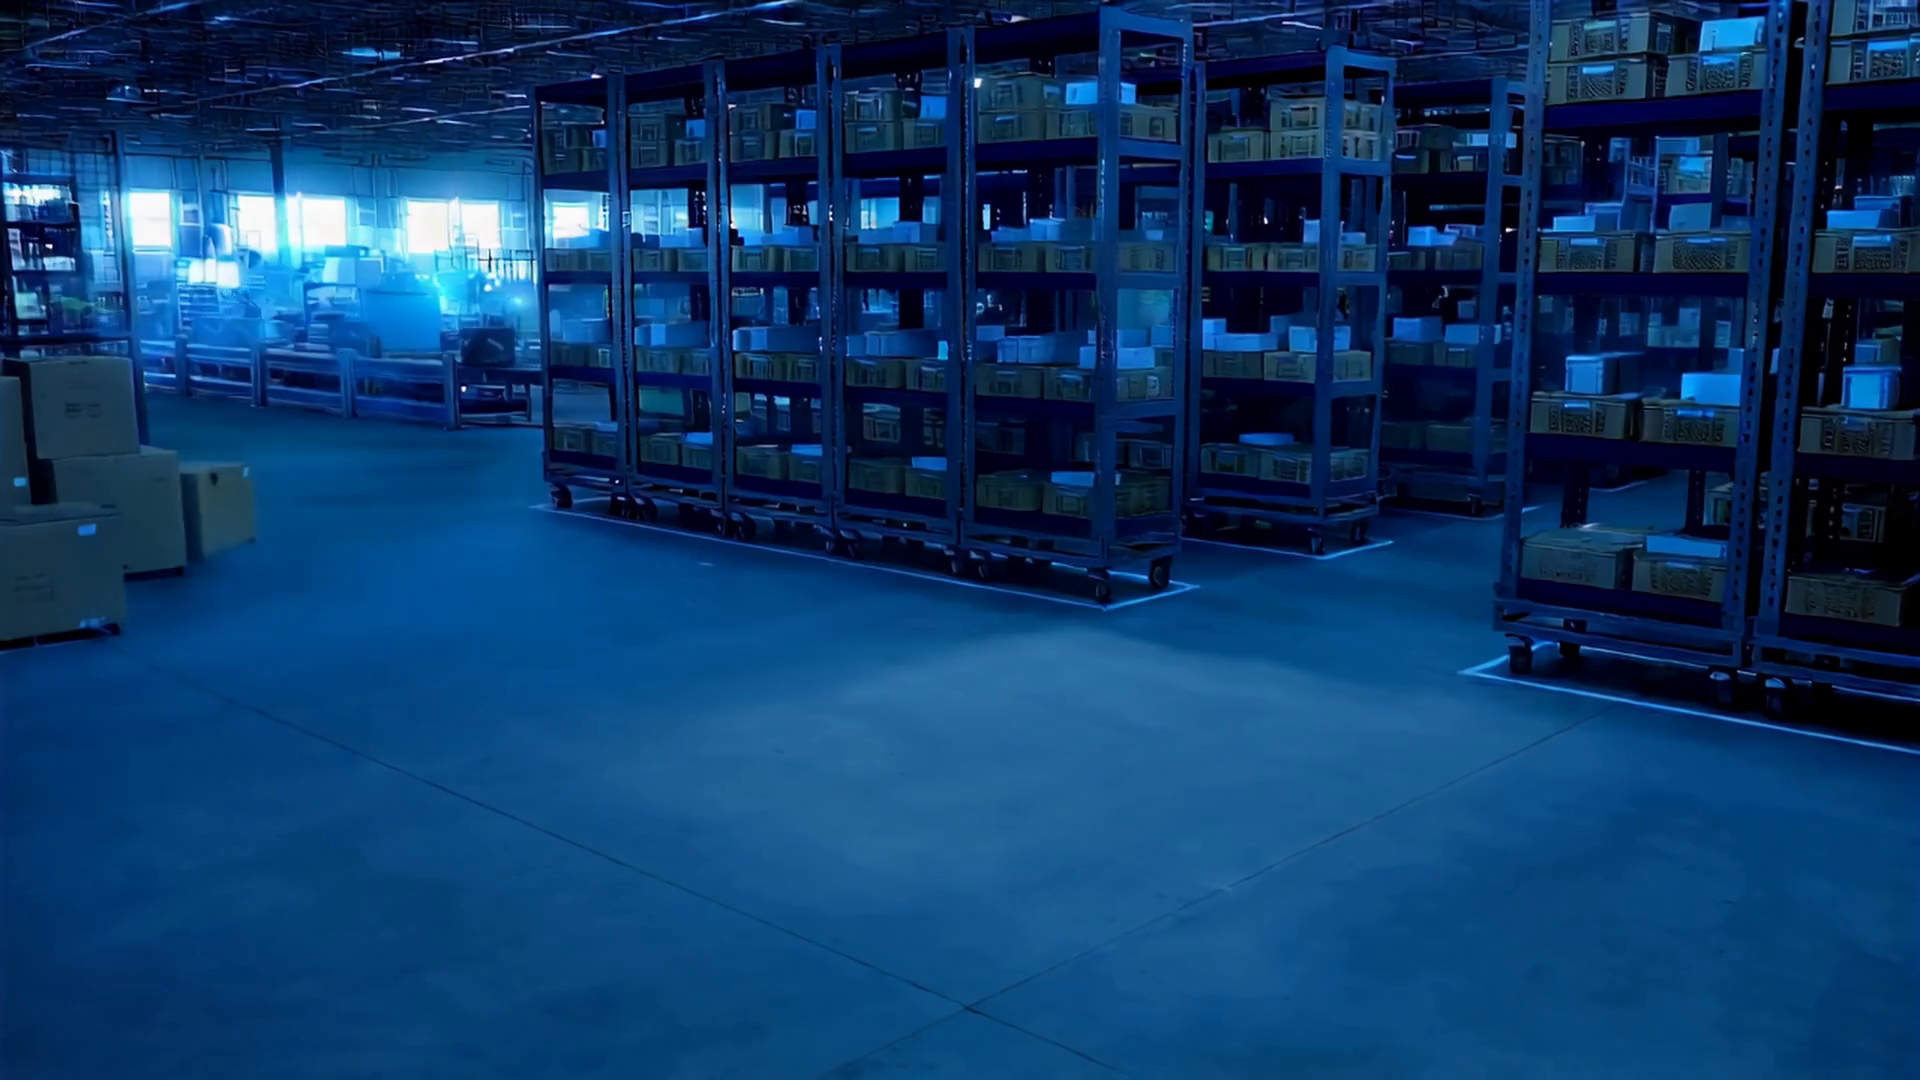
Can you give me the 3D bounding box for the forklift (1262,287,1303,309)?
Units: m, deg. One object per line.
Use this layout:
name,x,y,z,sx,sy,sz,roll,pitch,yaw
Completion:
forklift,10.769,-8.203,54.240,1.129,2.768,1.873,8,12,42

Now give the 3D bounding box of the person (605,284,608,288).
person,-16.173,-11.293,76.274,0.319,1.870,0.521,-2,10,-14

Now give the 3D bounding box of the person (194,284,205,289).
person,-32.783,-10.533,71.811,0.526,1.815,0.991,2,10,13

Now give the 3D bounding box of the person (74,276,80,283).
person,-45.105,-12.829,85.312,0.377,1.995,0.608,4,10,25

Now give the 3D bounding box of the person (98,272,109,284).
person,-37.545,-10.772,72.873,0.545,1.938,0.359,2,9,10

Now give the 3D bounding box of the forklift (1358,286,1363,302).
forklift,11.100,-7.017,46.970,1.873,2.768,1.129,9,13,43

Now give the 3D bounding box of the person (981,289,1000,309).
person,0.585,-3.610,29.485,0.525,1.770,0.307,4,10,25

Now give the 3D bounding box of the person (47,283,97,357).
person,-13.304,-2.923,24.969,0.910,1.871,0.643,7,11,35

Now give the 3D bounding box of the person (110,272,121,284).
person,-35.705,-10.353,70.304,0.629,1.940,0.373,4,10,22

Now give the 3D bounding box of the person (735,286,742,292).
person,-9.303,-10.176,69.219,0.552,1.935,0.373,8,12,41

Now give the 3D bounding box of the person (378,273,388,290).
person,-20.843,-8.726,60.372,0.576,1.919,0.560,-2,9,-9

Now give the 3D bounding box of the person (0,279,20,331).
person,-29.552,-7.319,51.763,0.593,1.919,0.391,-8,13,-42

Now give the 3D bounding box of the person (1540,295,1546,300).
person,16.540,-6.559,47.580,0.329,1.765,0.526,-7,11,-36
